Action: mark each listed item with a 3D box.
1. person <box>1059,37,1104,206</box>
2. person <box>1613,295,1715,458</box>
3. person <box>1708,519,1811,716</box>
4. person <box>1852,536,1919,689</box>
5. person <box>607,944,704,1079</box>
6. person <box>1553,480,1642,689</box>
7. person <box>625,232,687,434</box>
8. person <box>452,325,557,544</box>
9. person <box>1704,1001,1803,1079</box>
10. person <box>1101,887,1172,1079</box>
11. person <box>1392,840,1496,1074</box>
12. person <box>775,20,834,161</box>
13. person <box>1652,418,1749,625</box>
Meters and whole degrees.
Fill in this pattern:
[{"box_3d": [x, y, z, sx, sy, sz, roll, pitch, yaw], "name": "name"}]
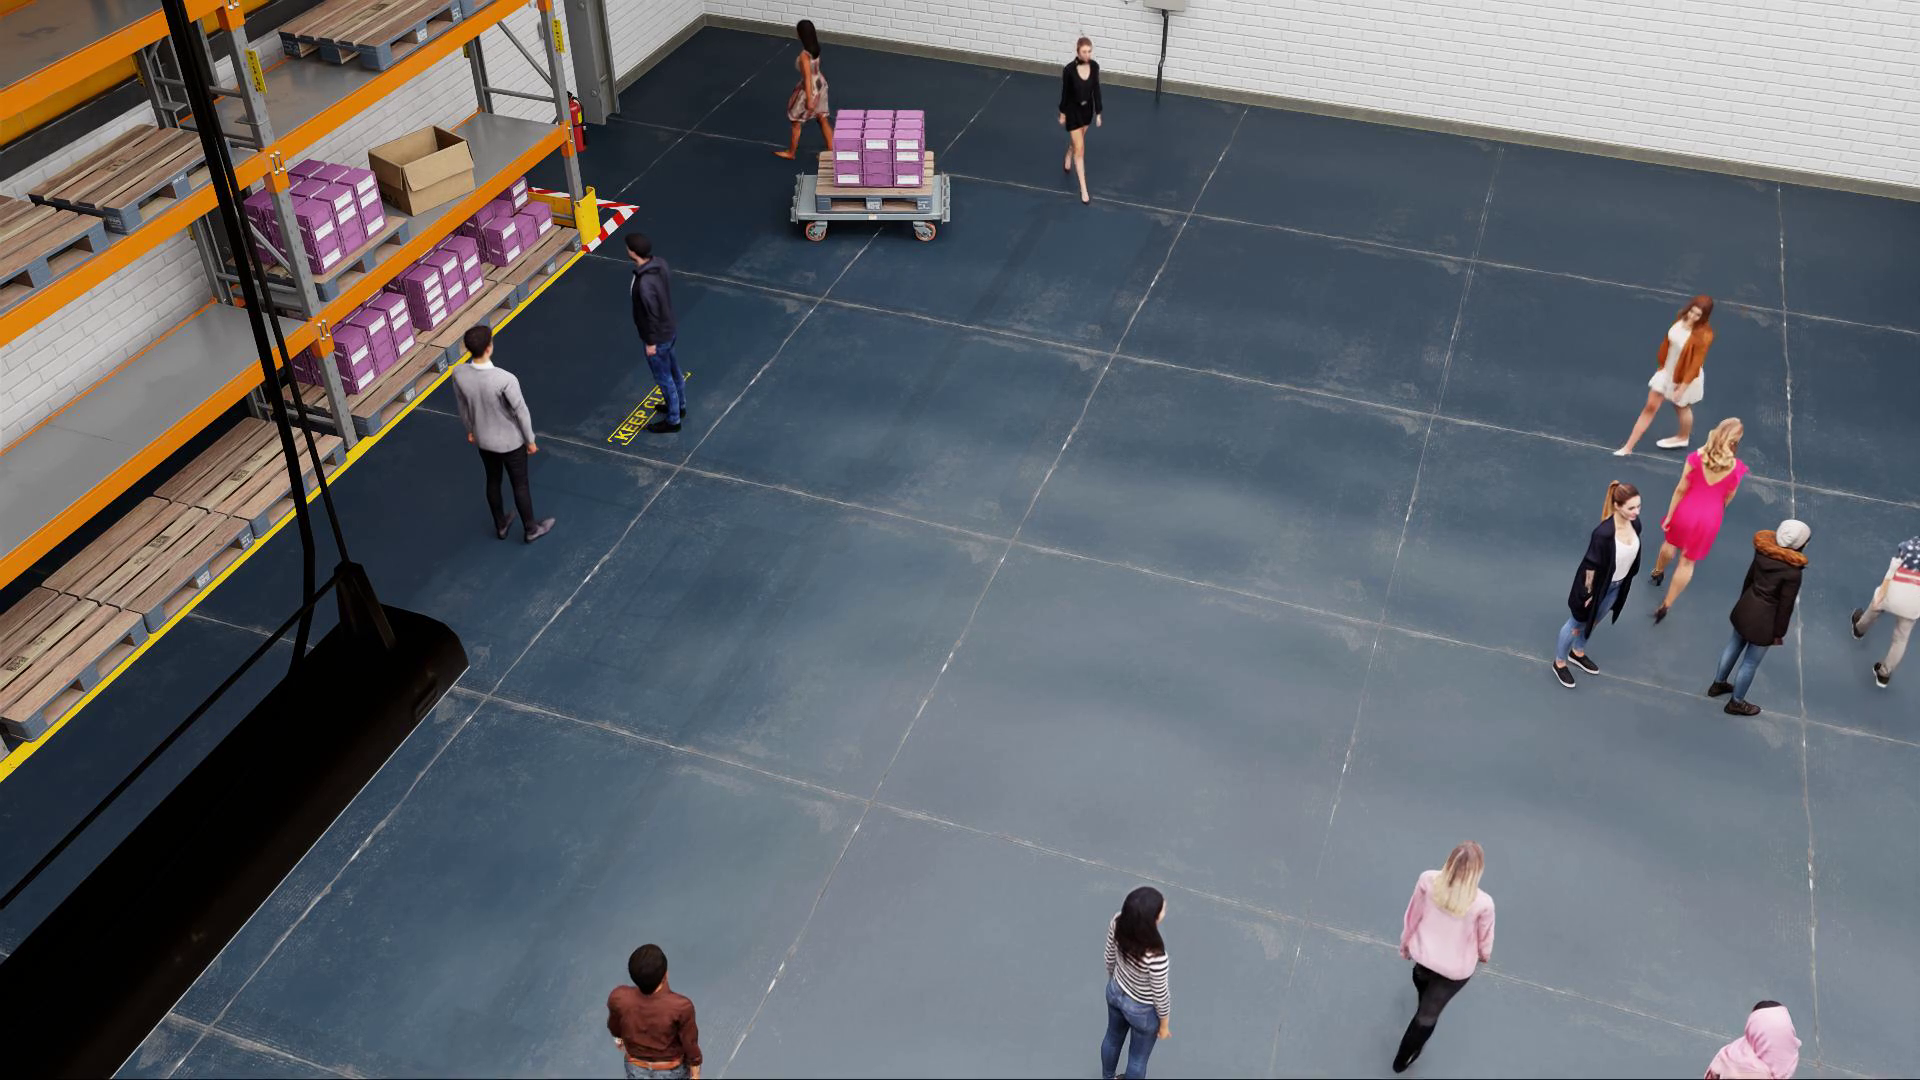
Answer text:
[{"box_3d": [1.259, -4.550, 17.792, 1.076, 1.710, 1.208, -12, 40, -14], "name": "person"}, {"box_3d": [6.053, -1.393, 13.887, 1.140, 1.652, 1.105, -9, 39, -11], "name": "person"}, {"box_3d": [5.540, 0.517, 11.510, 0.789, 1.633, 0.697, -7, 39, -9], "name": "person"}, {"box_3d": [6.722, 0.427, 11.810, 0.540, 1.398, 0.937, 11, 40, 13], "name": "person"}, {"box_3d": [-1.584, 2.777, 8.590, 0.905, 1.744, 1.213, 1, 39, 1], "name": "person"}, {"box_3d": [4.515, 0.296, 11.747, 0.702, 1.683, 0.778, -20, 43, -23], "name": "person"}, {"box_3d": [-2.565, -1.772, 14.171, 0.782, 1.890, 0.592, 4, 39, 5], "name": "person"}, {"box_3d": [-3.600, -0.810, 12.940, 0.749, 1.921, 0.610, 10, 40, 13], "name": "person"}, {"box_3d": [3.973, 2.912, 8.510, 0.750, 1.635, 0.817, -18, 42, -21], "name": "person"}, {"box_3d": [0.933, 2.485, 8.914, 0.646, 1.797, 0.641, -26, 45, -29], "name": "person"}, {"box_3d": [2.617, 2.354, 9.192, 0.846, 1.655, 1.068, 30, 48, 32], "name": "person"}, {"box_3d": [-1.550, -4.901, 18.303, 0.755, 1.623, 0.863, 10, 40, 12], "name": "person"}, {"box_3d": [5.402, -0.090, 12.216, 0.618, 1.701, 0.870, 15, 41, 18], "name": "person"}]
